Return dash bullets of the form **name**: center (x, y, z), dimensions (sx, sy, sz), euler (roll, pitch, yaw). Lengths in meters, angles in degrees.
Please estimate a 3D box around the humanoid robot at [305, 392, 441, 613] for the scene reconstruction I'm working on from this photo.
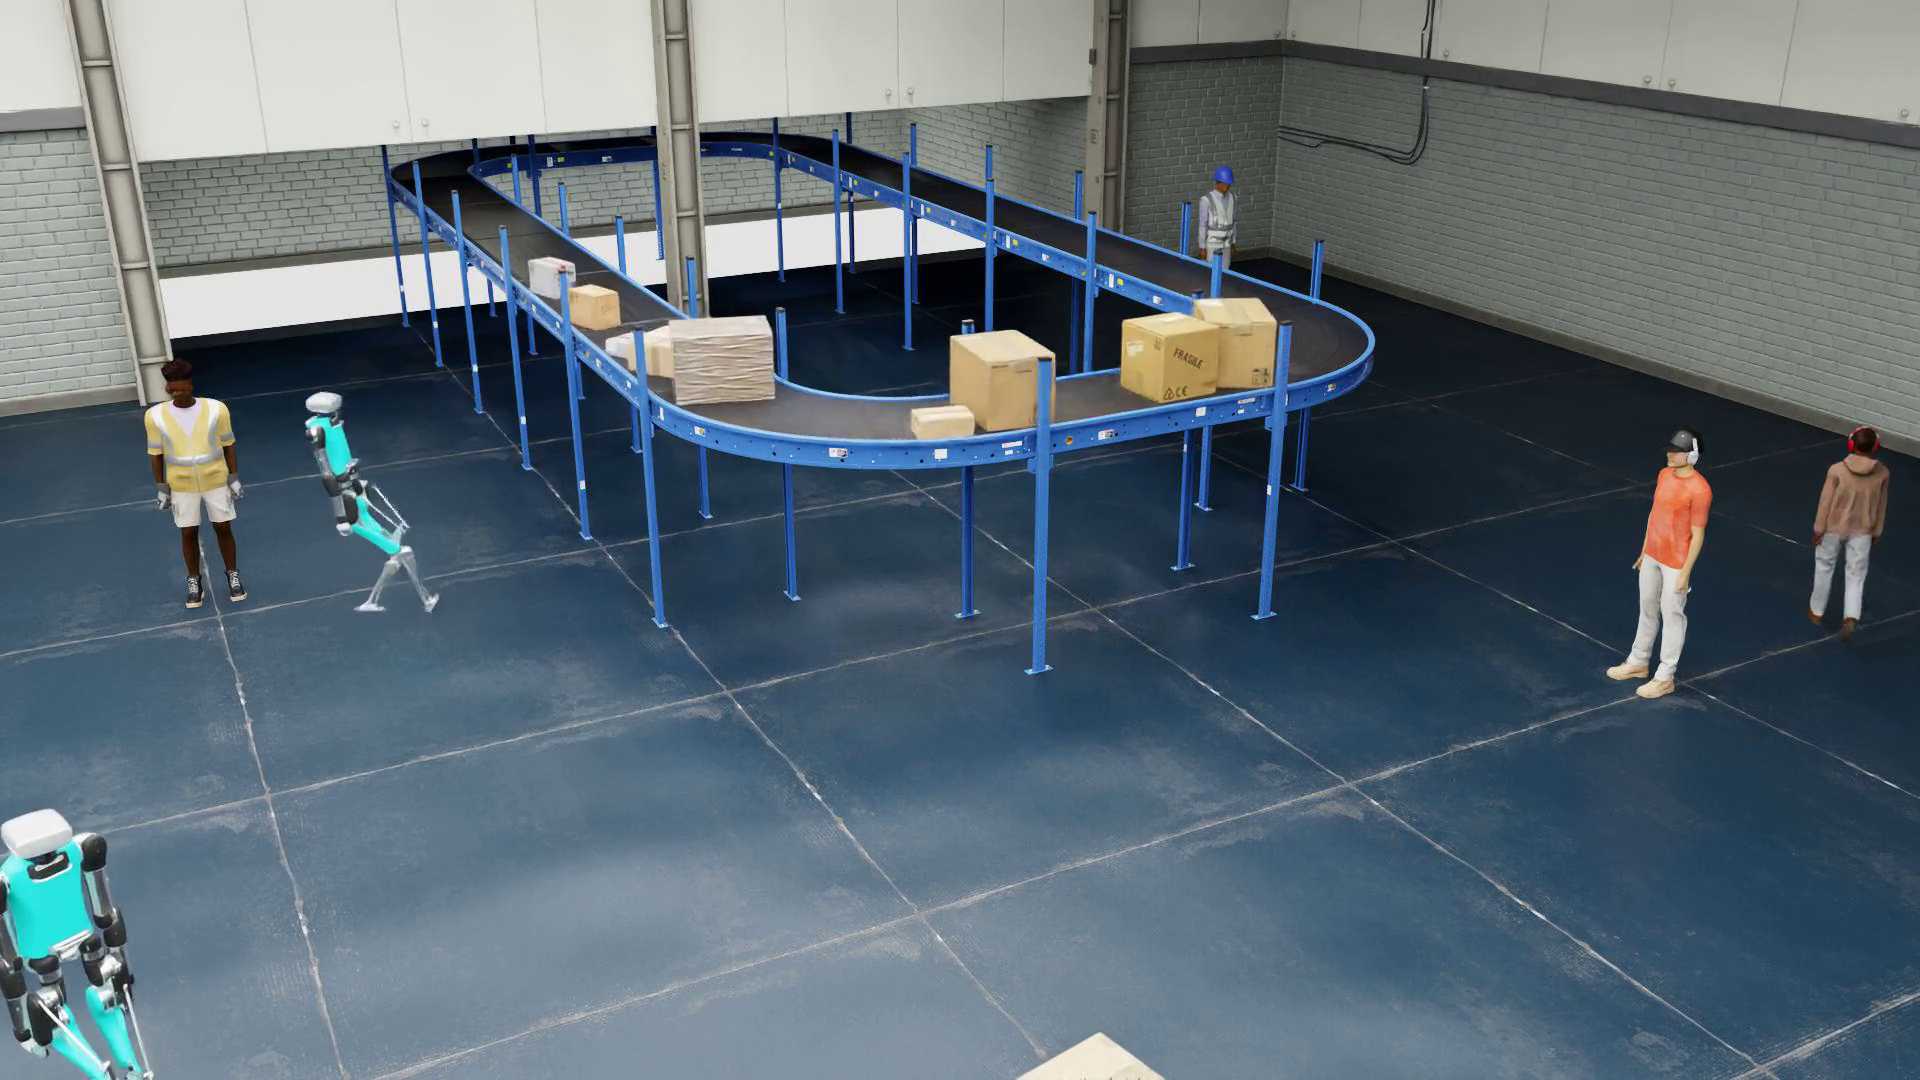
- **humanoid robot**: center (-4.367, -0.227, 12.565), dimensions (0.898, 1.837, 0.532), euler (-1, 22, -2)

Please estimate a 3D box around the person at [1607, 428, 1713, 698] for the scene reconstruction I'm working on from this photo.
- **person**: center (4.796, 0.149, 11.320), dimensions (0.392, 1.912, 0.476), euler (-7, 23, -17)

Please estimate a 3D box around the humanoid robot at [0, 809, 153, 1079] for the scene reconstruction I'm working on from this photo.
- **humanoid robot**: center (-3.649, 1.981, 7.007), dimensions (0.957, 1.755, 0.542), euler (14, 26, 31)

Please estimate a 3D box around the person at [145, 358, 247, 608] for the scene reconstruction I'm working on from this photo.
- **person**: center (-5.821, -0.442, 12.708), dimensions (0.611, 1.962, 0.362), euler (-9, 24, -22)

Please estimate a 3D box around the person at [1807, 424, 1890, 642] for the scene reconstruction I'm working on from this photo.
- **person**: center (6.504, -0.054, 12.175), dimensions (0.470, 1.626, 0.705), euler (7, 23, 16)

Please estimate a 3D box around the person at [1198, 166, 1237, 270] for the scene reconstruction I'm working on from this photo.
- **person**: center (3.231, -3.718, 20.851), dimensions (0.609, 1.935, 0.416), euler (-15, 26, -32)

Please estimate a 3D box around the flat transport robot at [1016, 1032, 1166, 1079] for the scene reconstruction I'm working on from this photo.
- **flat transport robot**: center (0.588, 2.980, 6.509), dimensions (1.431, 0.231, 0.659), euler (-17, 28, -36)
